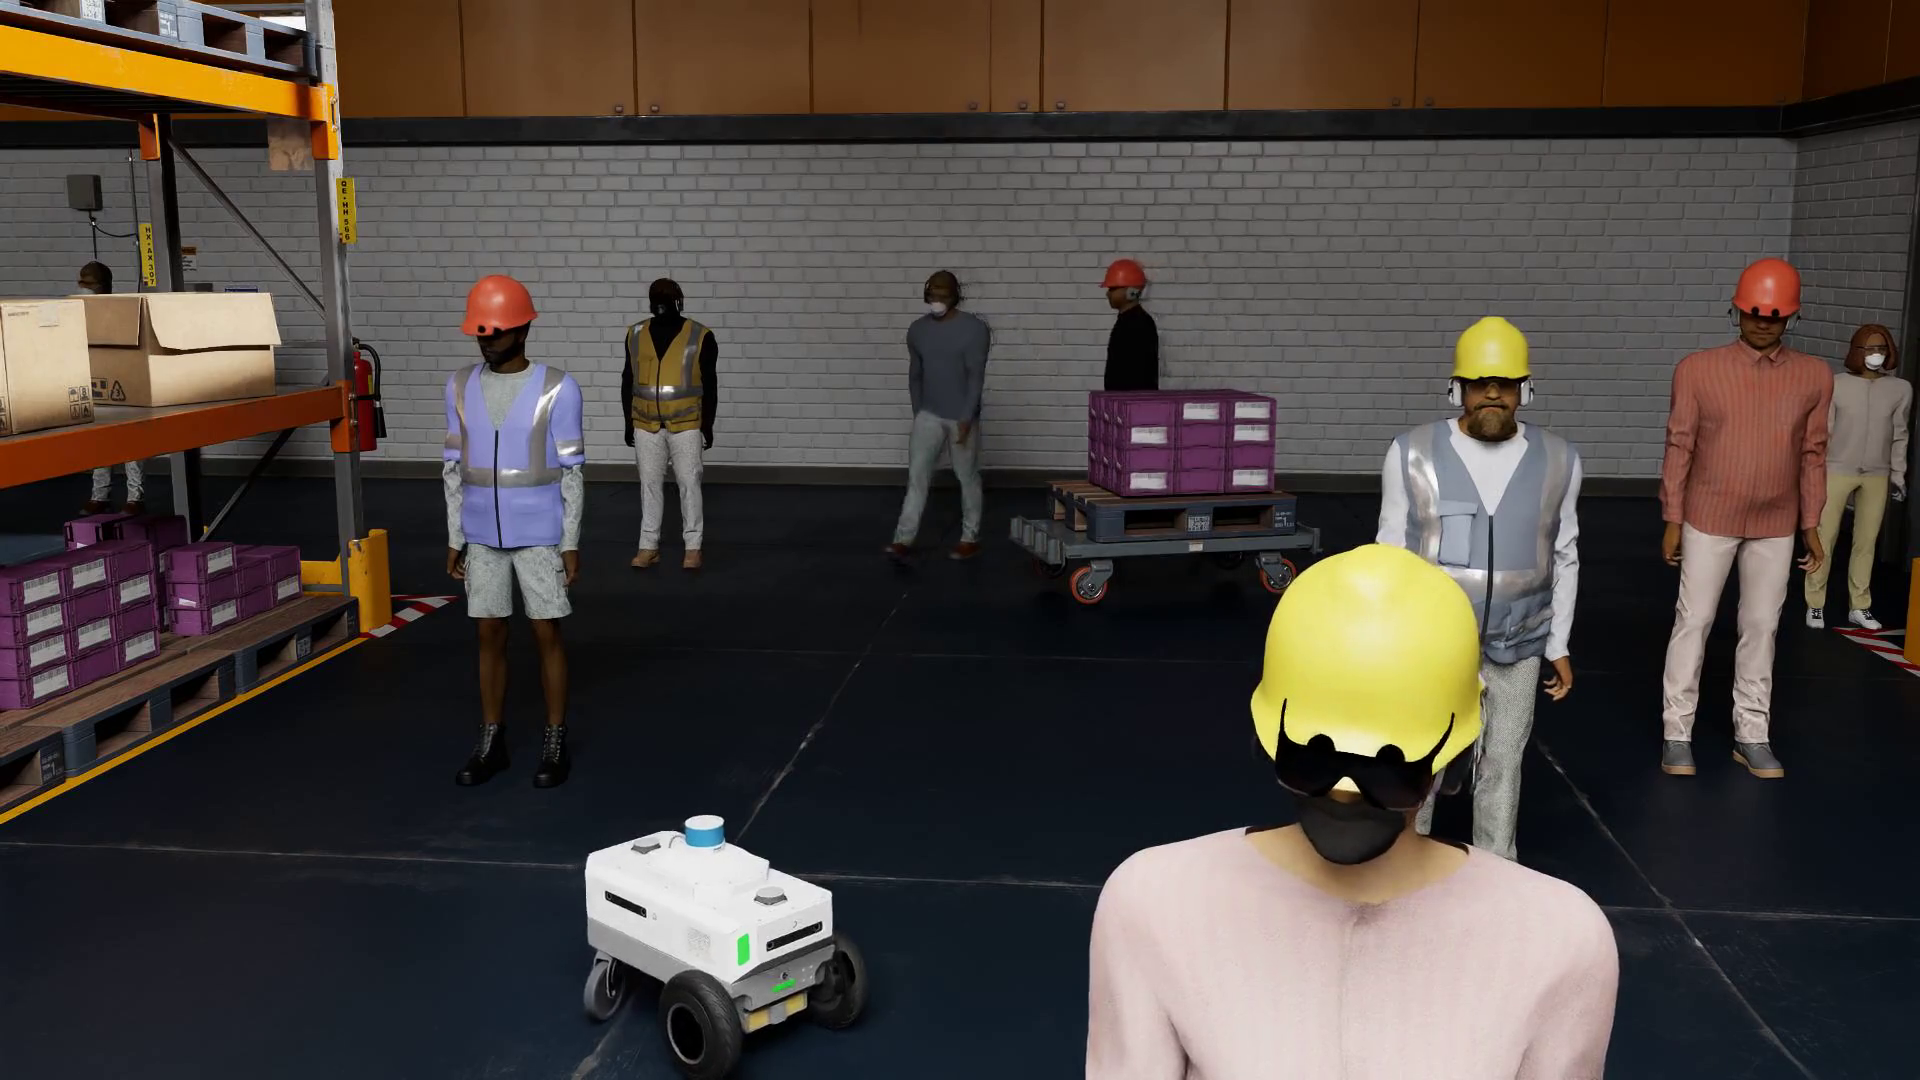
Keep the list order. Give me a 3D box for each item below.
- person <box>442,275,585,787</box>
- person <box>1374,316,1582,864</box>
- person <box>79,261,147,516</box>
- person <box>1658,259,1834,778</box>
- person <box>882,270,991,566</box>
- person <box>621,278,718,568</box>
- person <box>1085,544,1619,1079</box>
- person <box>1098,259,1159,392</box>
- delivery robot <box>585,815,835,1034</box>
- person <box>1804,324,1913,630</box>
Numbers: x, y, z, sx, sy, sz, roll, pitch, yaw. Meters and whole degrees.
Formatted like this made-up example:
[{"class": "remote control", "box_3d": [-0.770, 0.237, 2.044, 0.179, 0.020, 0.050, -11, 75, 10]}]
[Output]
[{"class": "person", "box_3d": [-1.681, -0.020, 6.248, 0.542, 1.928, 0.374, 1, 10, 7]}, {"class": "person", "box_3d": [1.492, 0.274, 4.831, 0.586, 1.835, 0.403, 1, 10, 7]}, {"class": "person", "box_3d": [-6.463, -1.136, 12.626, 0.627, 1.934, 0.370, 1, 10, 7]}, {"class": "person", "box_3d": [2.995, -0.069, 6.363, 0.609, 1.986, 0.391, 1, 10, 7]}, {"class": "person", "box_3d": [-0.140, -0.757, 10.613, 0.619, 1.884, 0.978, 5, 11, 27]}, {"class": "person", "box_3d": [-1.856, -0.734, 10.585, 0.619, 1.845, 0.430, 1, 10, 7]}, {"class": "person", "box_3d": [0.368, 0.866, 1.665, 0.523, 1.760, 0.327, 1, 10, 7]}, {"class": "person", "box_3d": [1.208, -0.872, 11.035, 0.831, 1.965, 0.622, -2, 10, -14]}, {"class": "delivery robot", "box_3d": [-0.657, 0.958, 4.312, 0.707, 0.478, 0.477, 9, 13, 43]}, {"class": "person", "box_3d": [4.783, -0.331, 8.869, 0.498, 1.634, 0.278, 1, 10, 7]}]
